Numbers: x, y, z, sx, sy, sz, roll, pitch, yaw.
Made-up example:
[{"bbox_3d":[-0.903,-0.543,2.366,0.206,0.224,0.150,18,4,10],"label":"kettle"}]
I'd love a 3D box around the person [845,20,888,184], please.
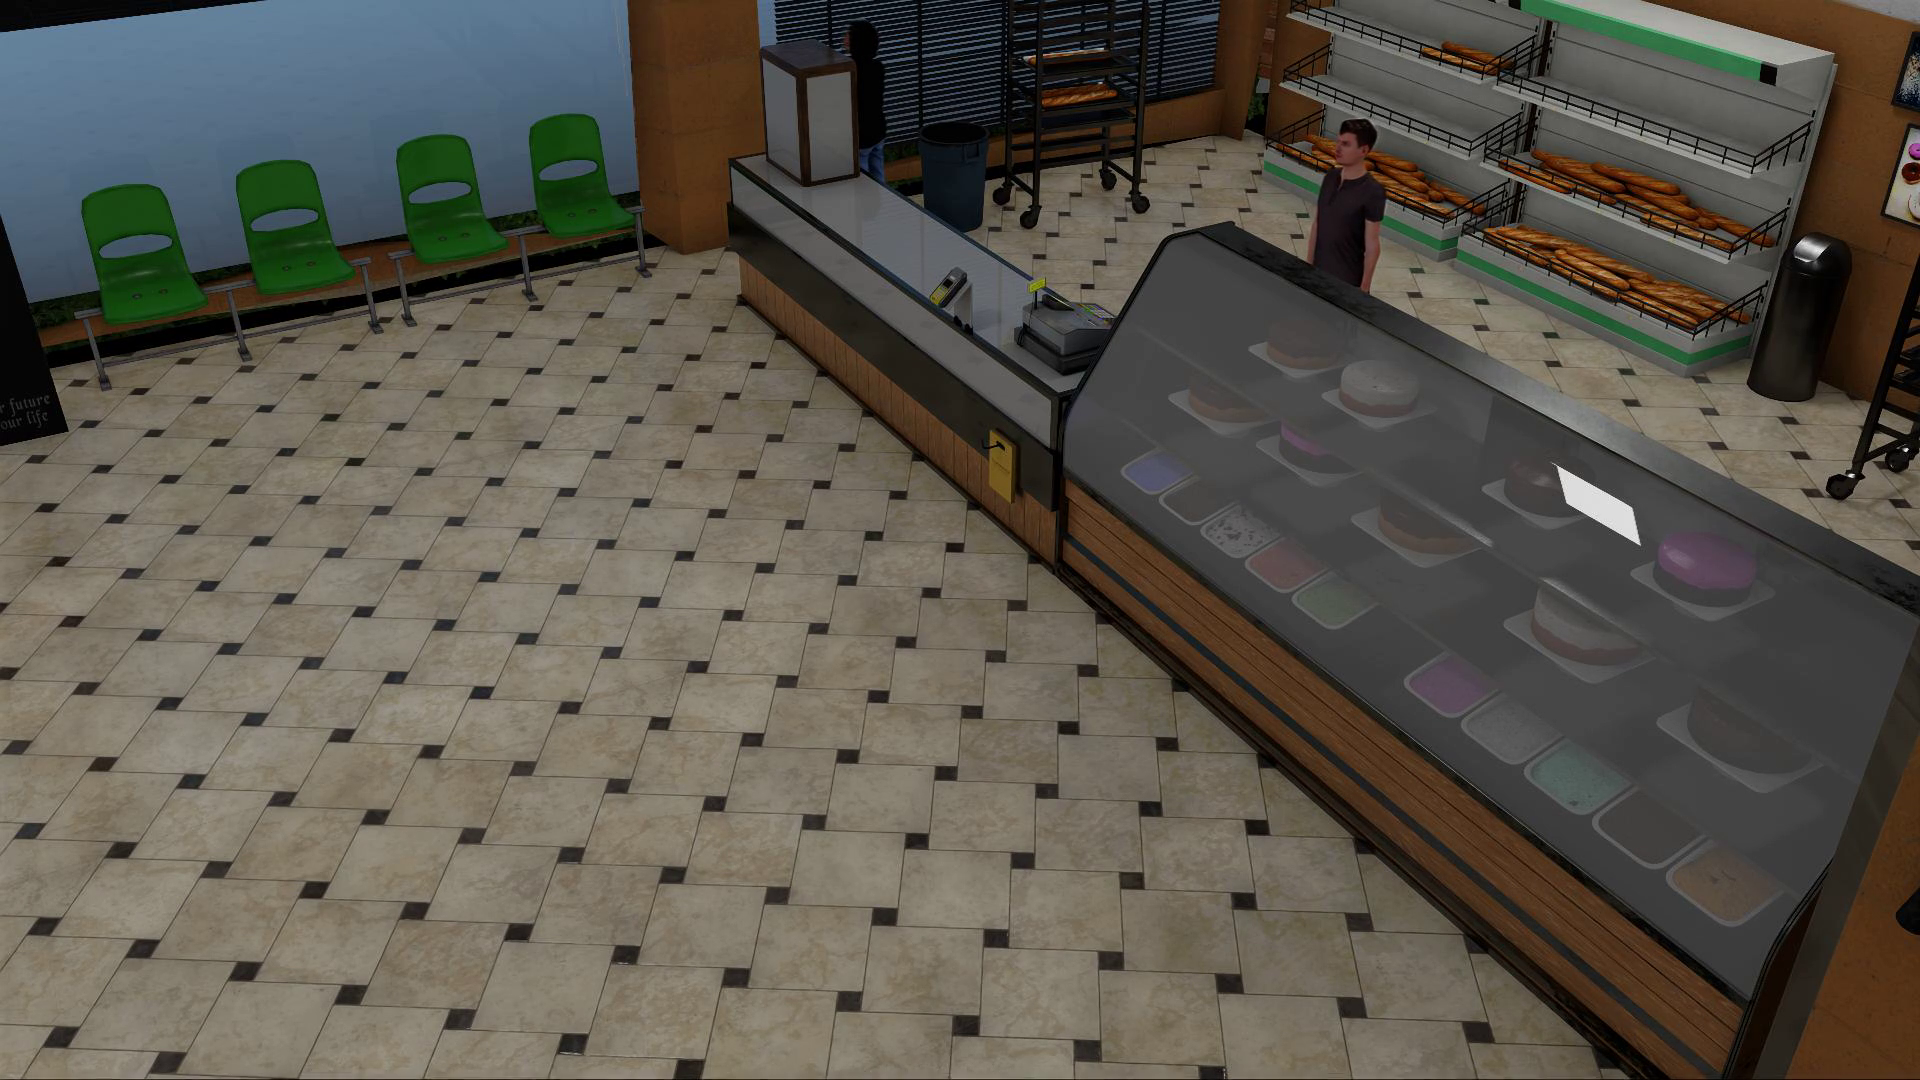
[{"bbox_3d":[-0.660,-2.754,11.560,0.720,1.701,0.622,18,36,26],"label":"person"}]

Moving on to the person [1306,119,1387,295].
[{"bbox_3d":[2.133,-1.451,9.325,0.514,1.851,0.645,-17,36,-25],"label":"person"}]
